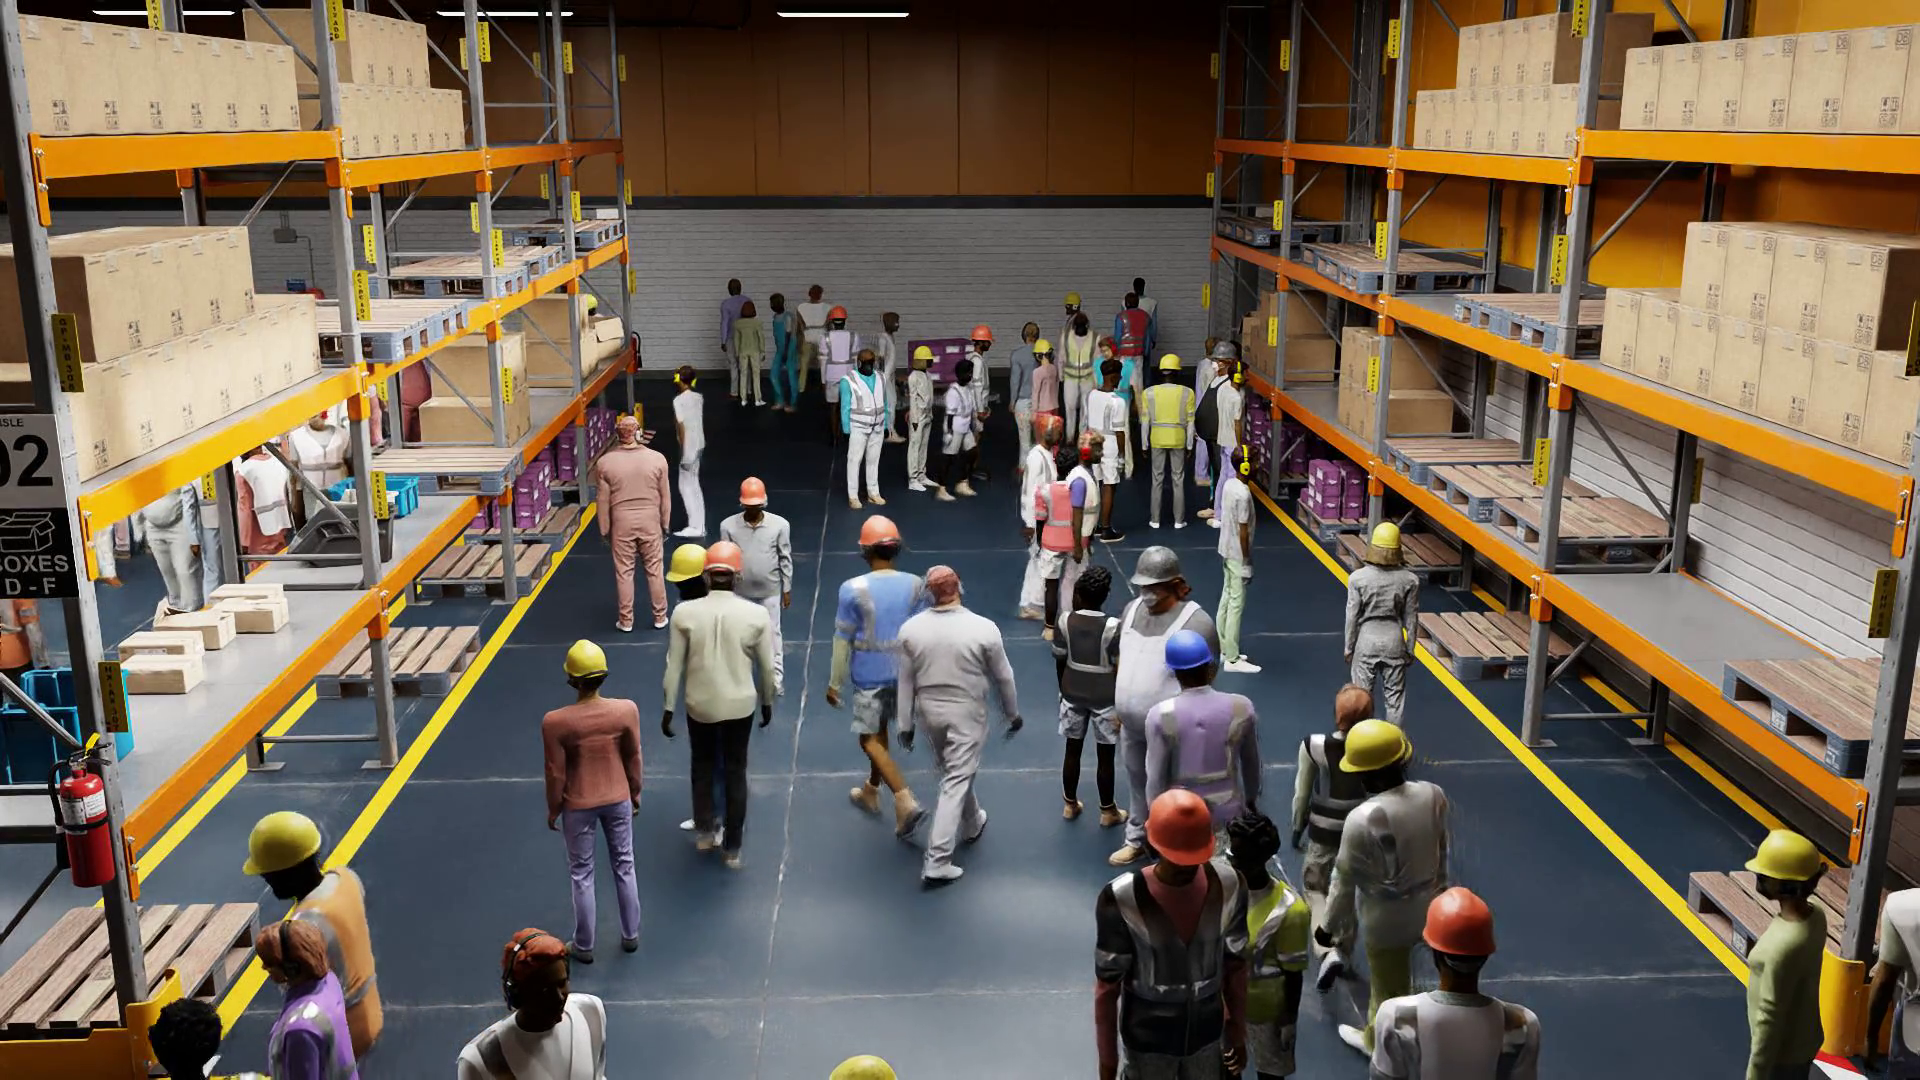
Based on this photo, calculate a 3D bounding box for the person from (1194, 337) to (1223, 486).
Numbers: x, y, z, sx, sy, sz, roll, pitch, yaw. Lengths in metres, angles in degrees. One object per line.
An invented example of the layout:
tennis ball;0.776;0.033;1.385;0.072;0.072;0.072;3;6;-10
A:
person;3.035;-1.562;20.273;0.357;1.835;0.516;-1;14;-4

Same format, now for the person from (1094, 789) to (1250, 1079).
person;0.816;1.888;6.339;0.613;2.031;0.410;-4;15;-14

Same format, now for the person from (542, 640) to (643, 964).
person;-1.939;1.382;8.834;0.531;1.772;0.301;-8;16;-27

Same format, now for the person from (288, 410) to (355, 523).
person;-6.070;-0.449;15.945;0.694;1.822;0.475;-13;19;-40

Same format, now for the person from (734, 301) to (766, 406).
person;-3.272;-2.905;25.927;0.502;1.636;0.280;3;15;12

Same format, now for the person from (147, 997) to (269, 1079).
person;-2.531;2.286;5.480;0.591;1.680;0.541;9;17;33

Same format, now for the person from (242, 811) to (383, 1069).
person;-2.385;1.920;6.479;0.603;1.891;0.618;0;14;-1

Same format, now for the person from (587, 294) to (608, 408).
person;-5.401;-2.716;24.687;0.478;1.890;0.635;-7;16;-25

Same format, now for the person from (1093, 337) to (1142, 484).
person;1.937;-1.586;20.419;0.702;1.796;0.675;6;15;21

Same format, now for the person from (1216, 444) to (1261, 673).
person;2.267;0.140;13.508;0.332;1.874;0.520;-2;14;-7

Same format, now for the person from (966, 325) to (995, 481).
person;0.241;-1.690;20.573;0.385;1.930;0.545;-1;14;-3

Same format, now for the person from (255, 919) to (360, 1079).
person;-2.350;2.147;6.111;0.314;1.632;0.524;-3;15;-12

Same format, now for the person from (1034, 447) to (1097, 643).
person;0.895;0.048;14.213;0.541;1.696;0.315;0;14;0

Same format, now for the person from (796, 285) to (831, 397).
person;-2.363;-3.201;26.788;0.616;1.809;0.668;-5;15;-18

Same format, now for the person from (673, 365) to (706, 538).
person;-2.900;-0.949;17.868;0.465;1.829;0.617;6;16;24

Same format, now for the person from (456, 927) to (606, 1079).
person;-1.363;2.168;5.524;0.356;1.883;0.572;10;18;35

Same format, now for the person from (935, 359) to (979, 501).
person;-0.013;-1.289;19.513;0.538;1.664;0.549;5;15;20

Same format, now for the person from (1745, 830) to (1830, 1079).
person;3.194;1.974;6.541;0.342;1.760;0.533;12;19;39

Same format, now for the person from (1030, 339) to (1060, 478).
person;1.036;-1.608;20.607;0.368;1.754;0.519;10;17;34

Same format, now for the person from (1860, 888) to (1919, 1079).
person;3.827;1.955;6.478;0.562;1.830;0.482;4;15;14

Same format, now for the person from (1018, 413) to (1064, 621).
person;0.767;-0.197;14.836;0.548;1.864;0.603;3;15;13

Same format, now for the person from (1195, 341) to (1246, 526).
person;2.859;-1.186;18.373;0.537;2.000;0.682;-2;14;-6

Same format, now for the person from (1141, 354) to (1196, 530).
person;2.262;-1.061;18.123;0.585;1.921;0.383;2;14;9

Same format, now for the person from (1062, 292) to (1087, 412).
person;1.743;-2.870;25.421;0.403;1.824;0.594;0;14;-2

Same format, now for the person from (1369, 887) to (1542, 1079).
person;1.660;2.105;5.690;0.547;1.929;0.385;3;15;12

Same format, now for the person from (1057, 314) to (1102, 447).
person;1.638;-2.170;22.706;0.659;1.798;0.919;2;14;6

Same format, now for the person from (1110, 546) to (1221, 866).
person;1.151;1.010;9.754;0.535;2.000;0.685;-13;19;-42

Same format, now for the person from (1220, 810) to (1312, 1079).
person;1.203;1.912;6.914;0.320;1.691;0.536;-12;19;-40

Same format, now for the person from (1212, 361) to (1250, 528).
person;2.952;-1.012;18.045;0.313;1.865;0.528;-3;15;-12

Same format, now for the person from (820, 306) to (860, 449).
person;-1.631;-2.212;22.613;0.551;1.933;0.376;-3;15;-10

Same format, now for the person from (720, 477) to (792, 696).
person;-1.580;0.362;12.889;0.566;1.744;0.350;-1;14;-3

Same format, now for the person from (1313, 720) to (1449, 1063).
person;1.857;1.675;7.488;0.612;1.868;0.821;-11;18;-37

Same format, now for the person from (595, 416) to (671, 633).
person;-2.841;-0.133;14.519;0.639;1.904;0.402;-4;15;-15

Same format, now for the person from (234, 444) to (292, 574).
person;-5.933;-0.062;14.236;0.386;1.904;0.603;3;15;13

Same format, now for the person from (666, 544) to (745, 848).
person;-1.547;0.949;10.261;0.446;1.914;0.677;-13;19;-42

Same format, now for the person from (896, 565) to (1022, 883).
person;-0.032;1.060;9.965;0.662;1.838;1.021;7;16;25

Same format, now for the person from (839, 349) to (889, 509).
person;-1.080;-1.289;19.183;0.633;1.839;0.429;-10;17;-34

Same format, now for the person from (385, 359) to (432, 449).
person;-6.727;-1.693;20.365;0.538;2.000;0.683;5;15;19

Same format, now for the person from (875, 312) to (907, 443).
person;-1.078;-2.249;22.986;0.627;1.829;0.516;3;15;11

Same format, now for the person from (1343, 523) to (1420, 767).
person;2.883;0.736;11.439;0.492;1.735;0.325;2;14;6

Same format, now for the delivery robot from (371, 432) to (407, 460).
delivery robot;-7.101;-1.116;20.876;0.477;0.478;0.707;4;15;15

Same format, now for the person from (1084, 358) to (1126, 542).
person;1.549;-0.953;17.643;0.372;1.956;0.598;-10;18;-35

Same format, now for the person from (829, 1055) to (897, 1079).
person;-0.302;2.362;5.067;0.319;1.737;0.486;0;14;1

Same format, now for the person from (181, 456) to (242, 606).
person;-6.412;-0.095;14.364;0.398;1.909;0.600;8;16;29

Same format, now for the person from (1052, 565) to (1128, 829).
person;0.839;0.990;10.517;0.531;1.698;0.320;8;16;29

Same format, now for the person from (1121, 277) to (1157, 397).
person;2.862;-3.246;26.736;0.603;1.914;0.419;-2;14;-7

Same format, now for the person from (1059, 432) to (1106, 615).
person;1.023;-0.024;14.251;0.419;1.829;0.603;3;15;12

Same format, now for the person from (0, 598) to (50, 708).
person;-6.329;0.757;11.009;0.585;1.916;0.405;1;14;3

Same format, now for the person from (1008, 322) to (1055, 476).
person;0.881;-1.767;20.859;0.632;1.939;0.368;-9;17;-30

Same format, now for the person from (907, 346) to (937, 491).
person;-0.451;-1.479;20.117;0.299;1.745;0.483;7;16;25

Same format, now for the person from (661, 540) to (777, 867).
person;-1.455;0.982;10.023;0.690;1.961;0.540;-2;14;-7

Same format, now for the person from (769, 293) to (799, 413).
person;-2.701;-2.821;25.233;0.573;1.817;0.554;-13;19;-42

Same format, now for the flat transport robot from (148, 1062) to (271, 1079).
flat transport robot;-3.319;2.624;6.945;0.652;0.197;1.431;0;14;-1

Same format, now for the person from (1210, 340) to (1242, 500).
person;3.085;-1.358;19.291;0.388;1.921;0.587;-1;14;-5

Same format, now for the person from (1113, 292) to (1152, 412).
person;2.594;-2.838;25.281;0.638;1.836;0.430;-7;16;-27

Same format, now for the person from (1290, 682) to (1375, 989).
person;1.969;1.534;8.534;0.517;1.619;0.548;1;14;3

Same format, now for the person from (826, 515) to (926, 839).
person;-0.459;0.861;10.426;0.657;2.011;0.925;-10;17;-34

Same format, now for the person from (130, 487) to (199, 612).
person;-6.861;-0.073;14.350;0.685;1.881;0.671;2;14;9

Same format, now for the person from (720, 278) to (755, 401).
person;-3.531;-3.185;26.447;0.627;1.933;0.367;-13;20;-42

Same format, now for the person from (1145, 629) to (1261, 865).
person;1.251;1.385;8.596;0.629;1.899;1.008;0;14;-1
